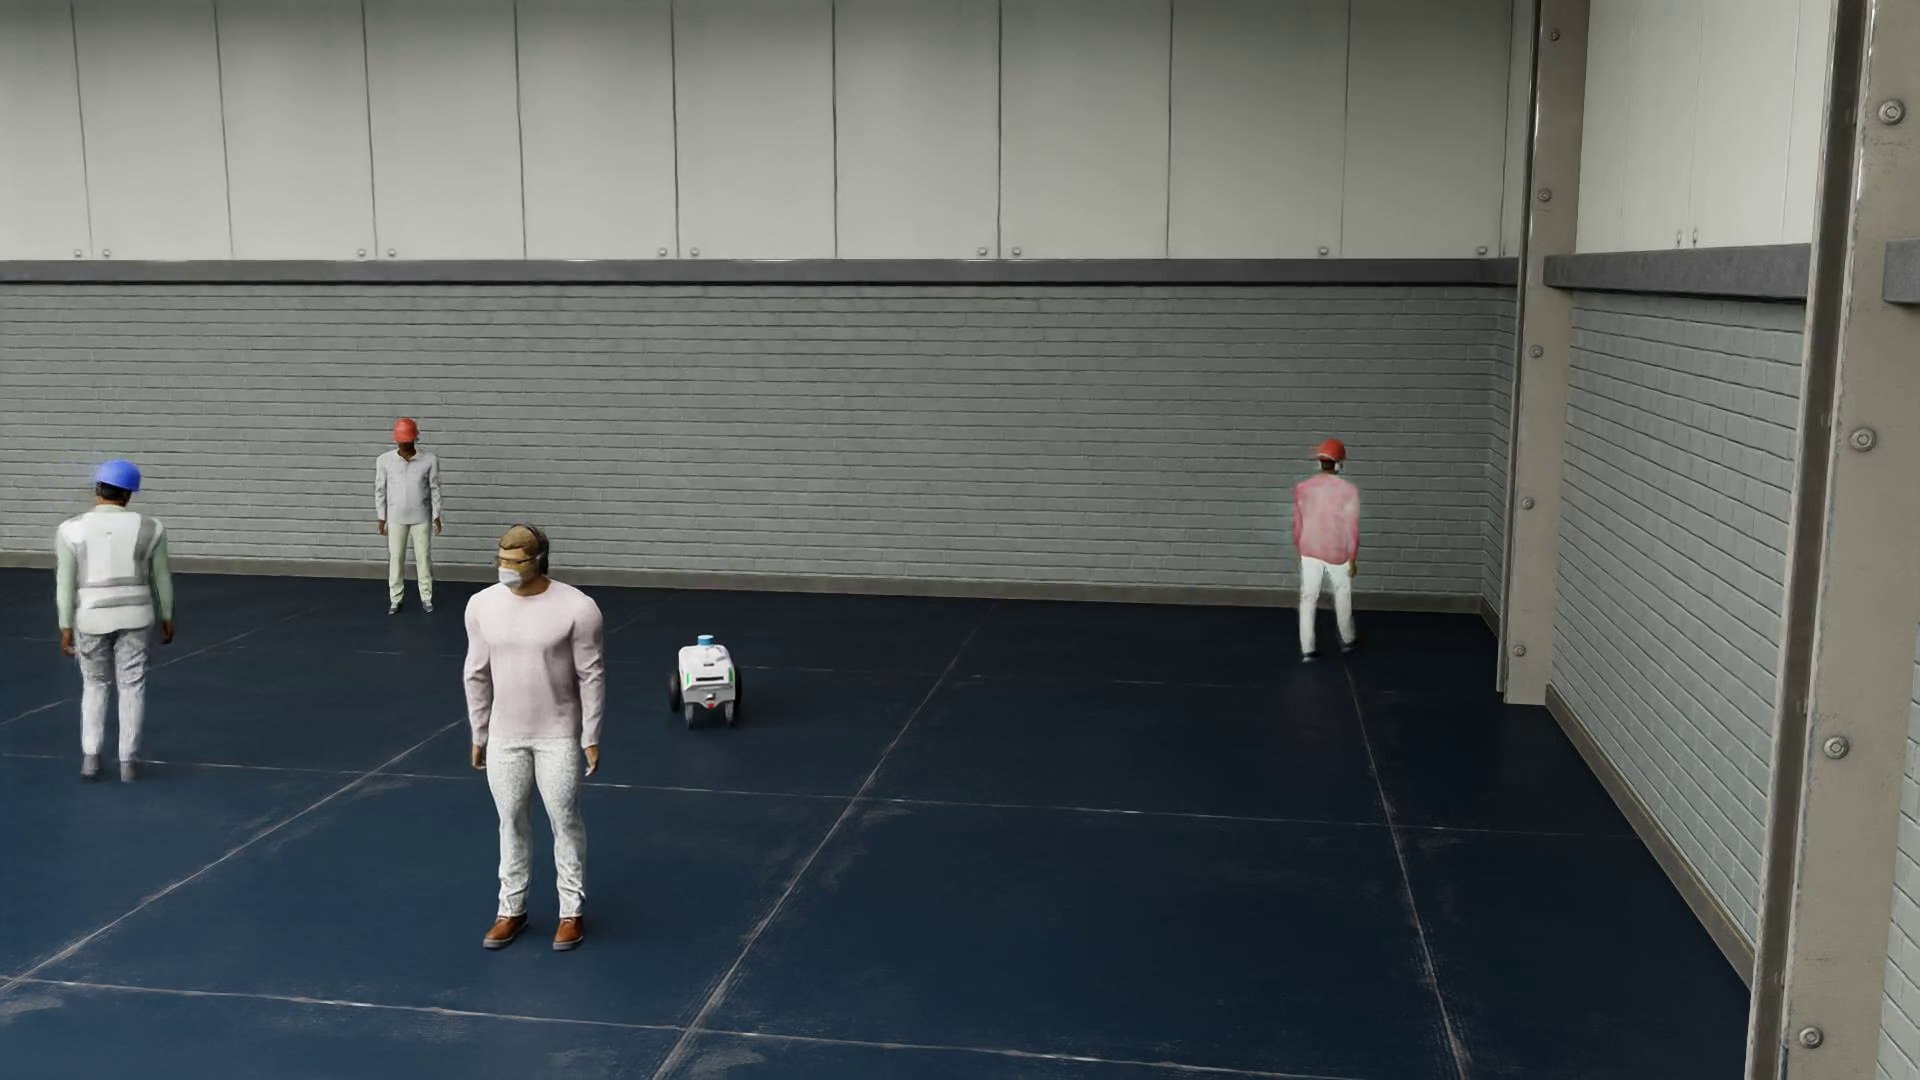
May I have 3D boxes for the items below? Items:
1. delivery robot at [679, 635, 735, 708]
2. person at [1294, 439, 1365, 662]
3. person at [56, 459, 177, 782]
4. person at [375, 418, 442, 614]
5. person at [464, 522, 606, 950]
[{"bbox_3d":[-1.723,0.890,11.290,0.477,0.478,0.707,-2,10,-12],"label":"delivery robot"},{"bbox_3d":[2.921,0.065,13.069,0.595,1.711,0.841,7,11,36],"label":"person"},{"bbox_3d":[-5.031,0.479,9.956,0.631,1.902,0.584,-4,10,-24],"label":"person"},{"bbox_3d":[-4.877,-0.214,14.731,0.563,1.742,0.339,-3,10,-18],"label":"person"},{"bbox_3d":[-1.893,0.874,7.430,0.630,1.936,0.369,1,9,6],"label":"person"}]
